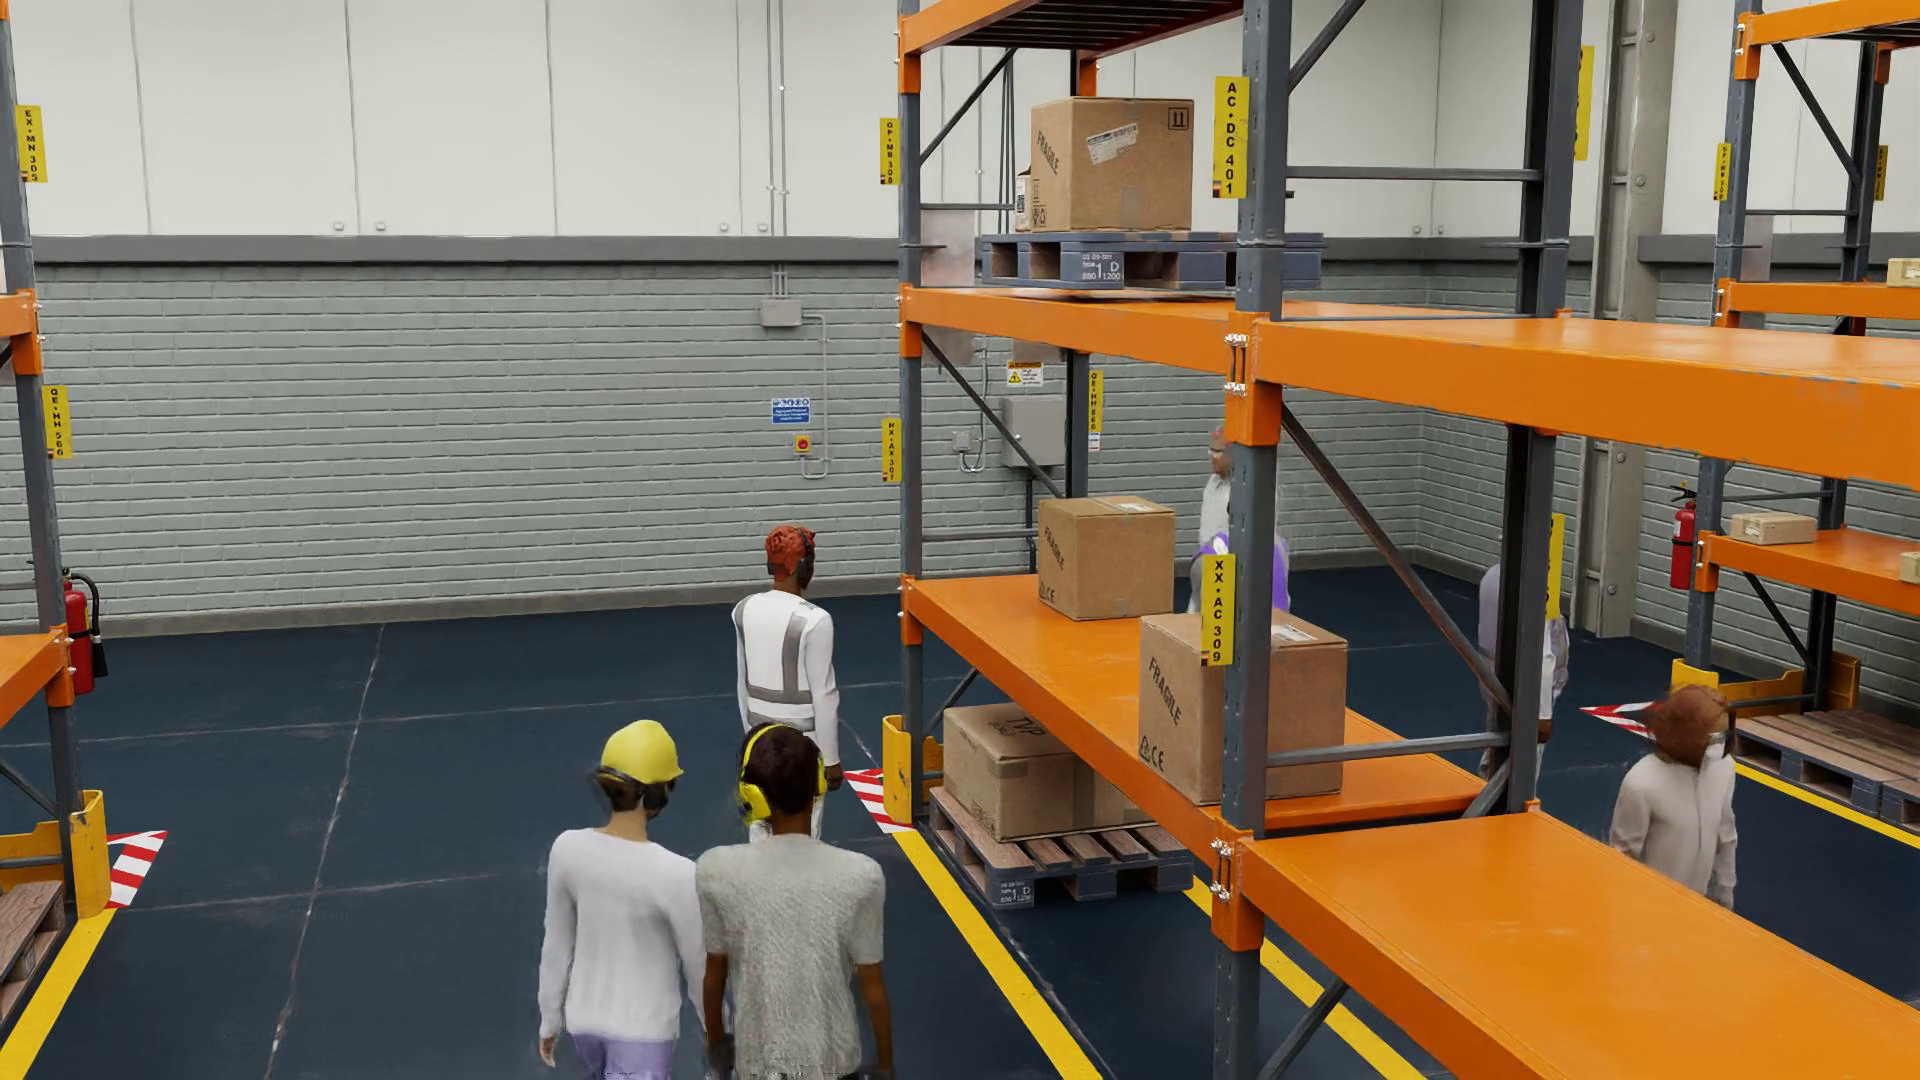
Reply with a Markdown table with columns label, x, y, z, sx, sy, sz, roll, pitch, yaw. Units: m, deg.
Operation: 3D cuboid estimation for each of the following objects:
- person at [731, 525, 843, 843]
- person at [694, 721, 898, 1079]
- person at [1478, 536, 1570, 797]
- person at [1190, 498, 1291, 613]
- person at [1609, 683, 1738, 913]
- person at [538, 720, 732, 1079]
| label | x | y | z | sx | sy | sz | roll | pitch | yaw |
| --- | --- | --- | --- | --- | --- | --- | --- | --- | --- |
| person | -0.726 | 0.867 | 7.101 | 0.575 | 1.880 | 0.358 | 9 | 13 | 42 |
| person | -0.414 | 1.385 | 4.255 | 0.534 | 1.845 | 0.756 | -1 | 10 | -4 |
| person | 2.698 | 0.732 | 7.979 | 0.404 | 1.836 | 0.600 | -1 | 10 | -6 |
| person | 1.487 | 0.617 | 8.660 | 0.623 | 1.837 | 0.429 | -7 | 12 | -36 |
| person | 2.402 | 1.233 | 5.797 | 0.516 | 1.604 | 0.769 | -5 | 11 | -26 |
| person | -0.914 | 1.359 | 4.770 | 0.529 | 1.711 | 0.943 | 6 | 11 | 29 |
